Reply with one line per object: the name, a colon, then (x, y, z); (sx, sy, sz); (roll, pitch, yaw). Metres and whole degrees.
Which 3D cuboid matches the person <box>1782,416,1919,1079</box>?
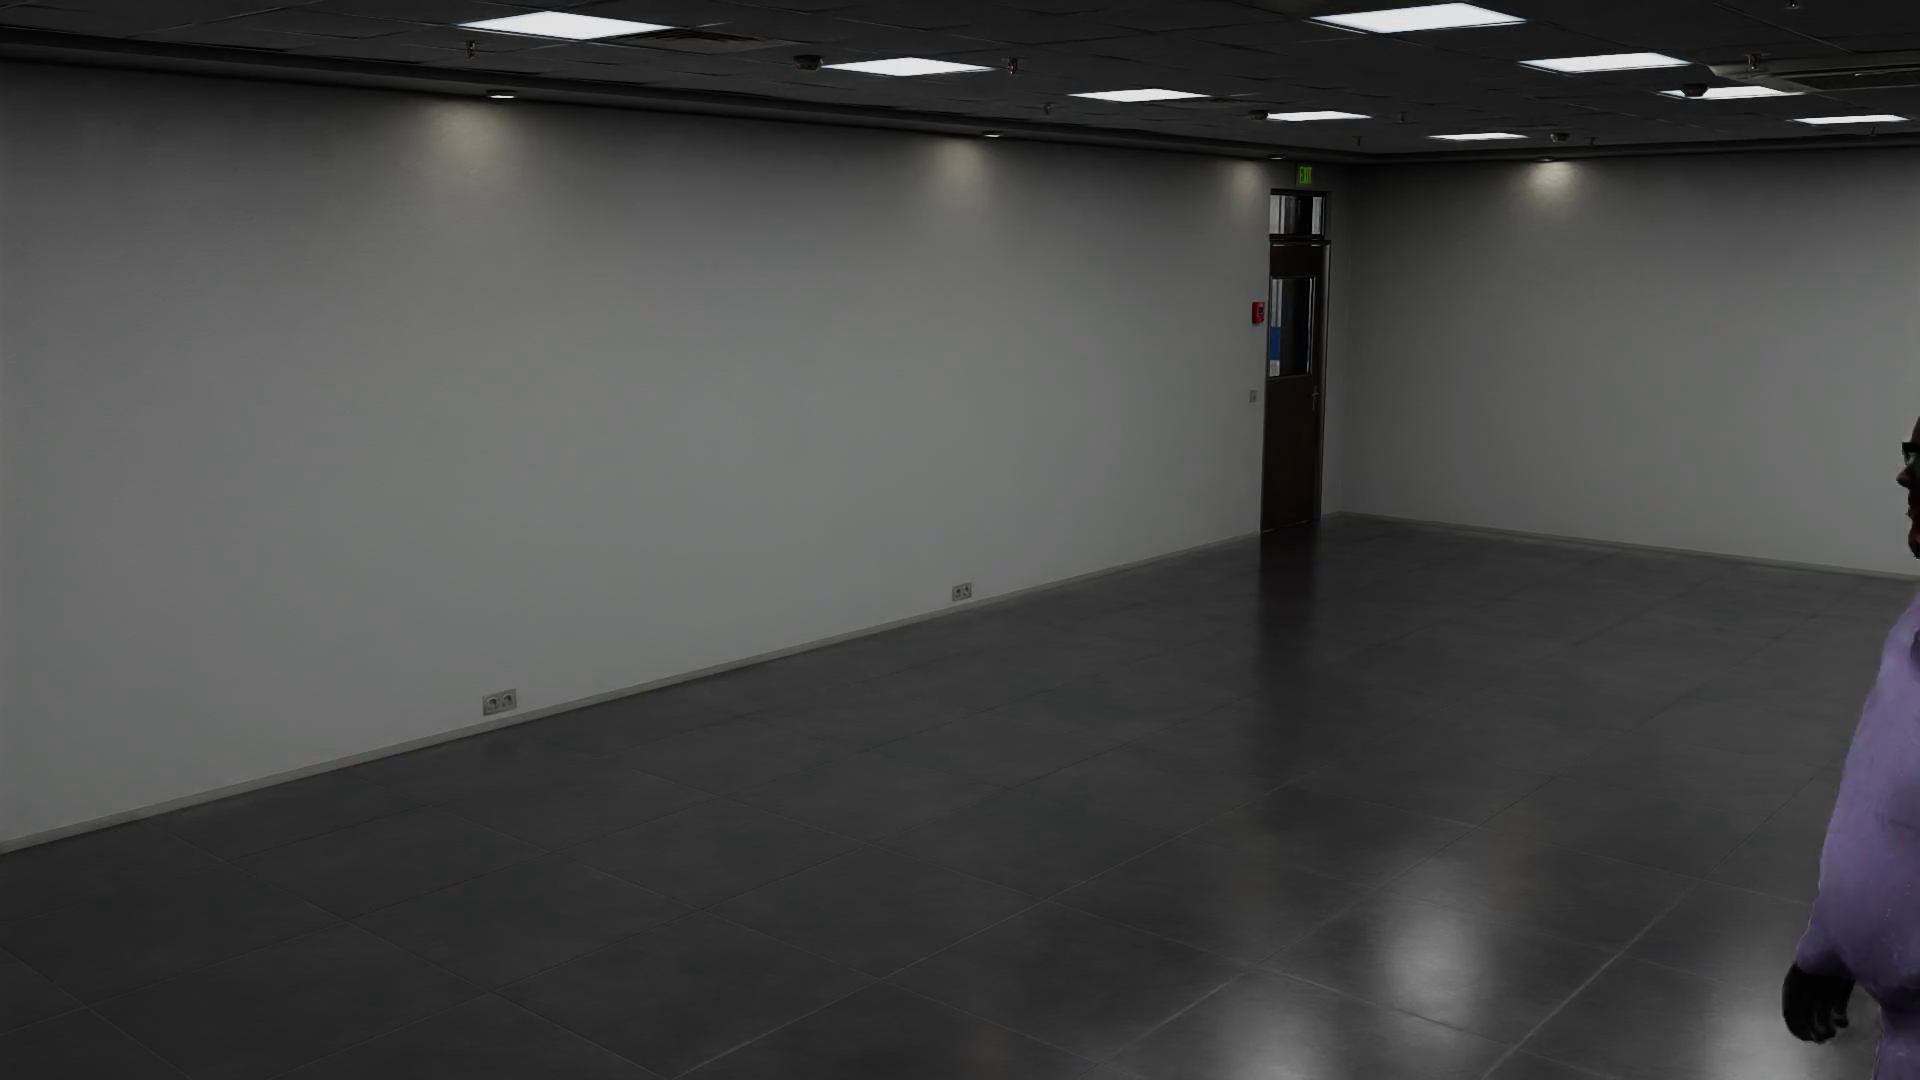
person: (1.312, 0.674, 2.375); (0.862, 1.870, 0.665); (3, 10, 15)
